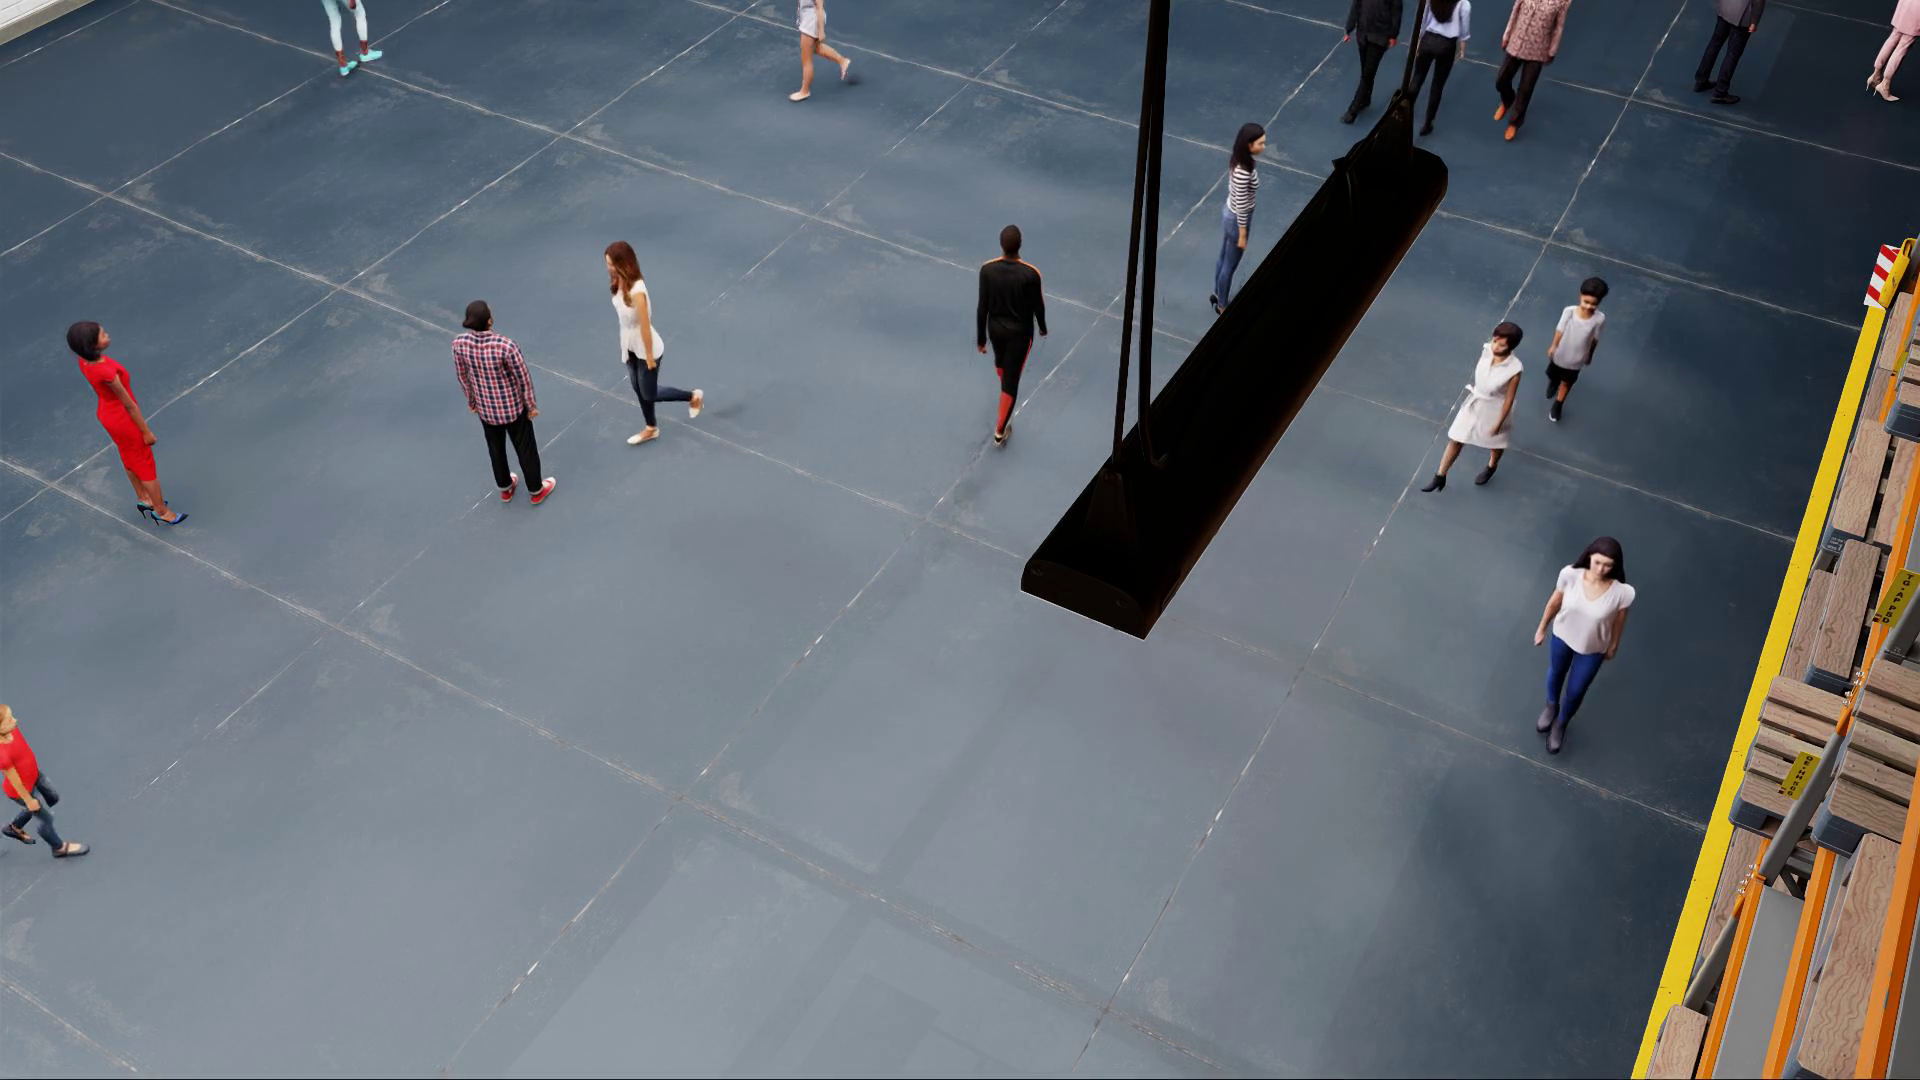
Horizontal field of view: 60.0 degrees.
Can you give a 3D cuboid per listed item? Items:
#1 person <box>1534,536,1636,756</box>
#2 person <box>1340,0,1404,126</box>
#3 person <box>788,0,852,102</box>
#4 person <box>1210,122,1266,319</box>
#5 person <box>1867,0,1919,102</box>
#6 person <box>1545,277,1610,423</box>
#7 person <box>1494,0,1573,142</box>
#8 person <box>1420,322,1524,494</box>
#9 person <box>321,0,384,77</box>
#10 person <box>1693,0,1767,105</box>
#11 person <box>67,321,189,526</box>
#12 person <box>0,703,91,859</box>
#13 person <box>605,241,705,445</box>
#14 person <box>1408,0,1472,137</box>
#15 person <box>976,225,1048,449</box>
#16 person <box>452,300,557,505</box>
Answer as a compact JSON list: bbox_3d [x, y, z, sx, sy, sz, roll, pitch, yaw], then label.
[{"bbox_3d":[3.888,0.585,10.400,0.640,1.670,0.644,25,49,24],"label":"person"},{"bbox_3d":[4.071,-4.984,16.186,0.772,1.751,1.003,32,52,29],"label":"person"},{"bbox_3d":[-1.401,-5.166,16.499,1.034,1.583,0.896,-19,47,-19],"label":"person"},{"bbox_3d":[2.263,-2.599,13.651,0.717,1.795,0.587,2,44,2],"label":"person"},{"bbox_3d":[9.405,-5.233,16.412,0.752,1.801,0.625,2,44,2],"label":"person"},{"bbox_3d":[4.770,-1.528,12.921,0.532,1.251,0.660,17,46,17],"label":"person"},{"bbox_3d":[5.467,-4.755,15.915,0.700,1.794,0.729,24,49,23],"label":"person"},{"bbox_3d":[3.923,-0.985,12.155,0.981,1.521,0.790,-25,49,-24],"label":"person"},{"bbox_3d":[-6.346,-5.507,16.768,0.659,1.705,0.781,15,46,15],"label":"person"},{"bbox_3d":[7.676,-5.223,16.372,0.835,1.842,0.803,-15,46,-15],"label":"person"},{"bbox_3d":[-5.947,-0.826,11.828,0.608,1.743,0.554,30,51,27],"label":"person"},{"bbox_3d":[-5.572,1.441,9.773,0.738,1.295,0.694,-6,44,-6],"label":"person"},{"bbox_3d":[-2.311,-1.488,12.503,0.986,1.770,0.848,-26,50,-25],"label":"person"},{"bbox_3d":[4.529,-4.633,15.822,0.657,1.746,0.546,24,49,23],"label":"person"},{"bbox_3d":[0.353,-1.493,12.511,0.773,1.765,1.178,14,45,14],"label":"person"},{"bbox_3d":[-3.307,-0.991,11.988,0.762,1.761,0.720,6,44,6],"label":"person"}]
